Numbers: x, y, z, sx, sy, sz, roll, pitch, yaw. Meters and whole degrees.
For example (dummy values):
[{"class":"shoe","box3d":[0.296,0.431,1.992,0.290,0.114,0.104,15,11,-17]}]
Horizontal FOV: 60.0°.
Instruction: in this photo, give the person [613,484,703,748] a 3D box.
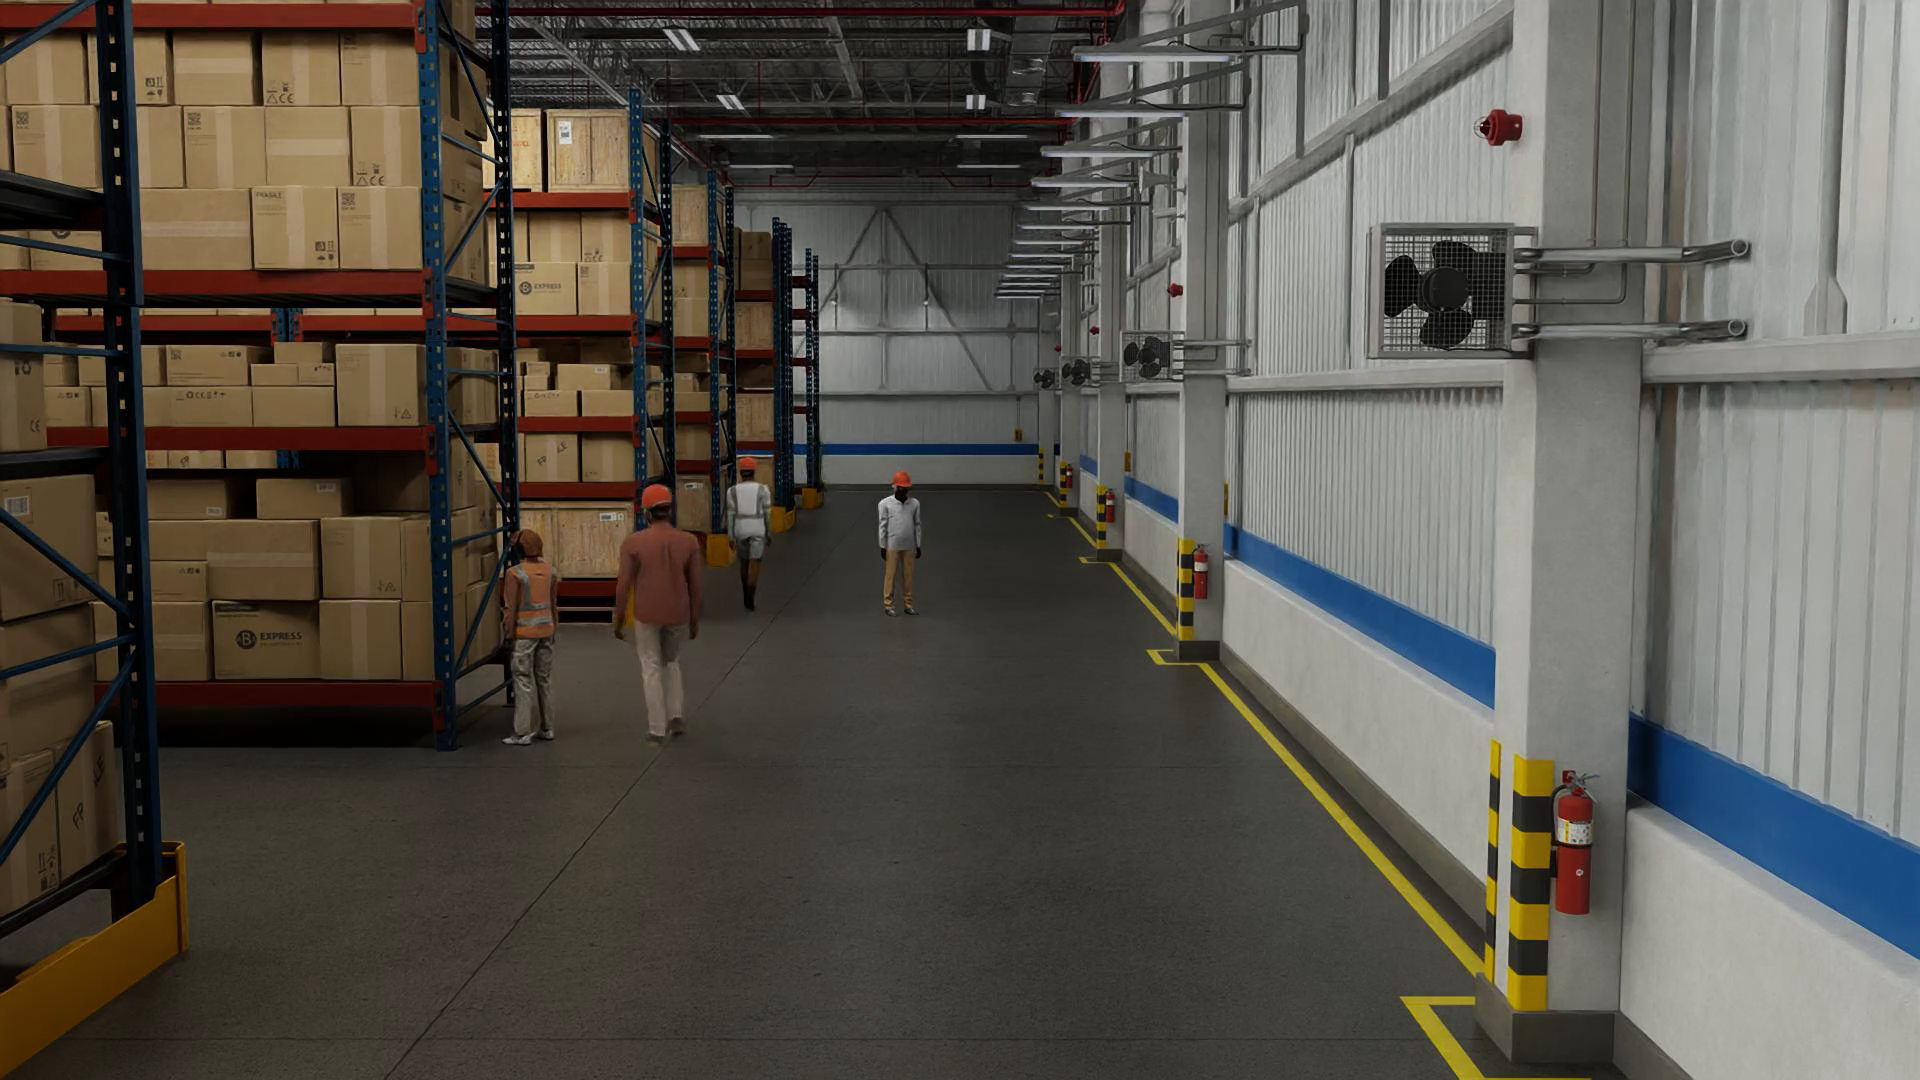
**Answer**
[{"class":"person","box3d":[-2.286,0.566,12.544,0.630,1.974,0.531,-3,6,-31]}]

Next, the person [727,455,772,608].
[{"class":"person","box3d":[-2.633,-0.102,20.696,0.550,1.914,0.824,0,5,3]}]

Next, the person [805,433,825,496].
[{"class":"person","box3d":[-3.661,-1.804,41.574,0.392,1.731,0.487,3,6,34]}]

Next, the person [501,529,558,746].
[{"class":"person","box3d":[-3.241,0.733,12.579,0.314,1.629,0.527,3,6,30]}]

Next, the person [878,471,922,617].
[{"class":"person","box3d":[-0.706,0.049,19.879,0.565,1.744,0.350,-3,6,-27]}]
